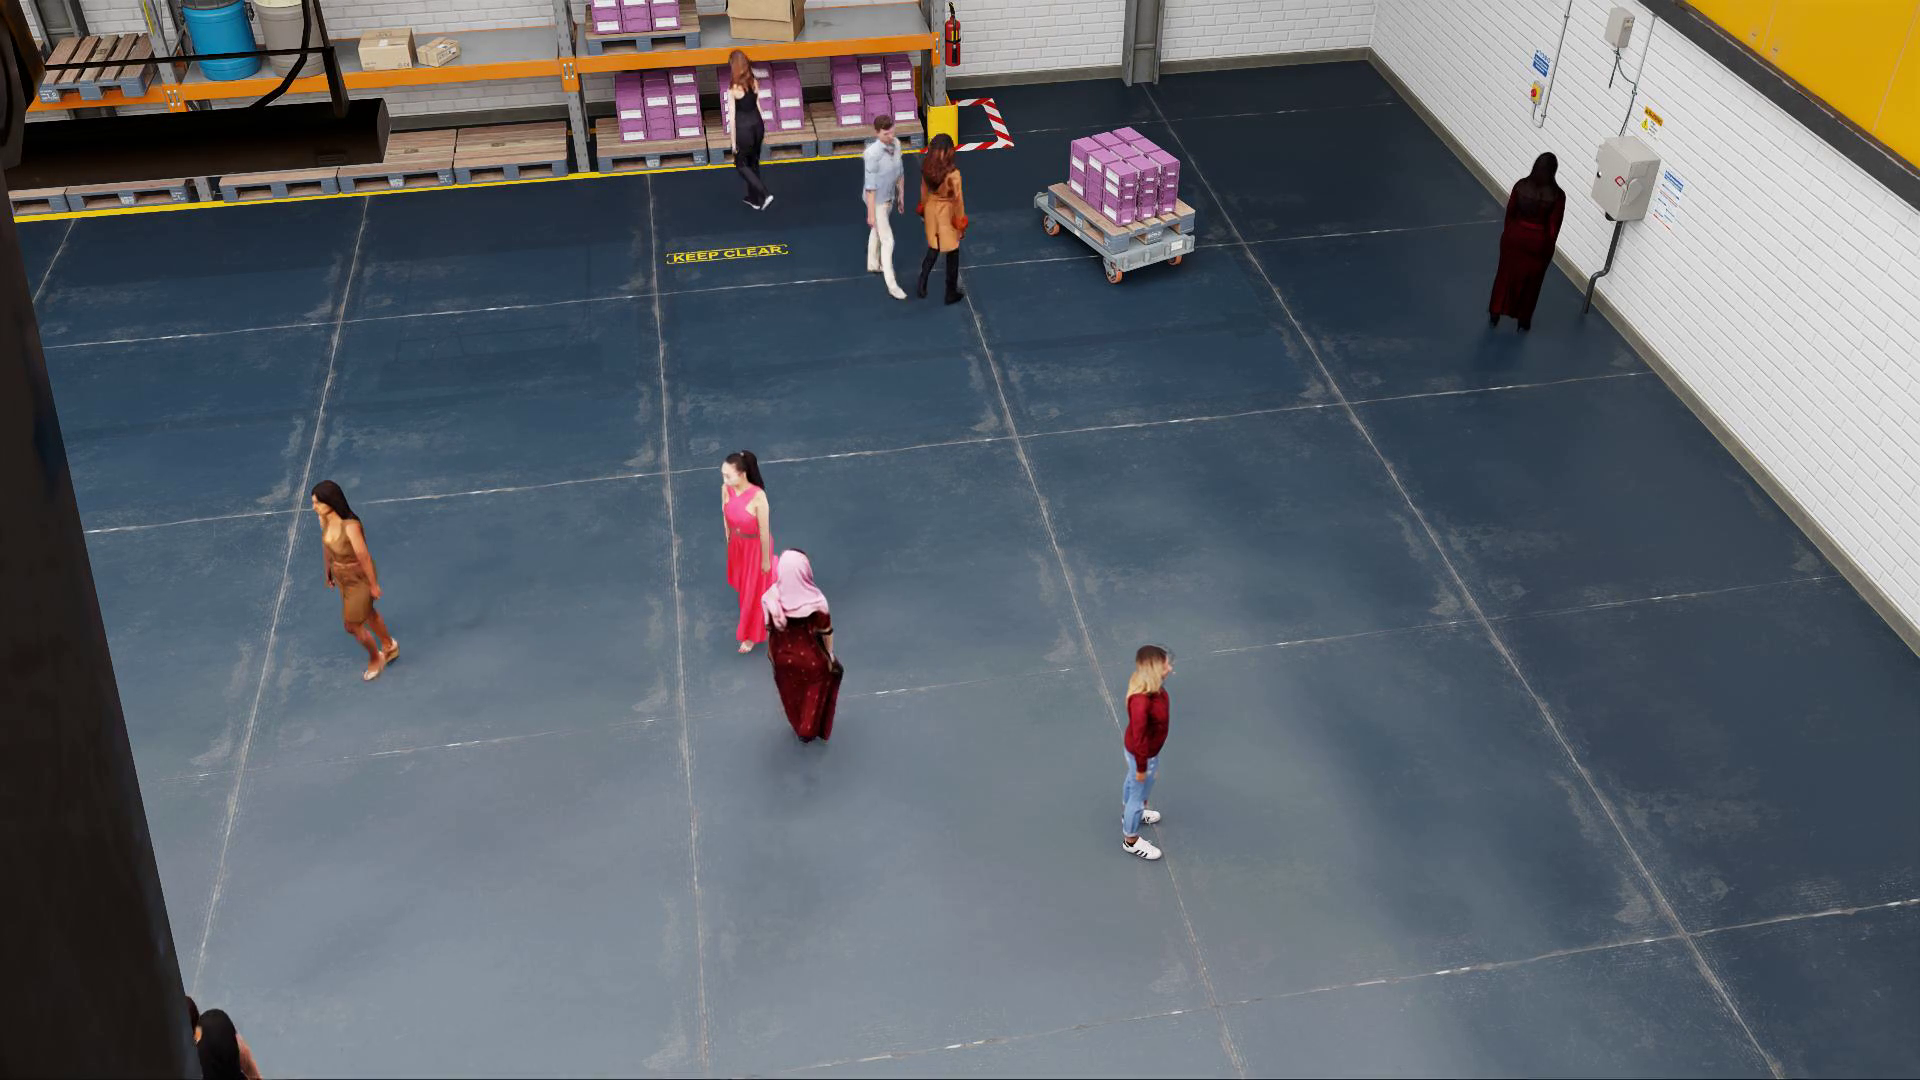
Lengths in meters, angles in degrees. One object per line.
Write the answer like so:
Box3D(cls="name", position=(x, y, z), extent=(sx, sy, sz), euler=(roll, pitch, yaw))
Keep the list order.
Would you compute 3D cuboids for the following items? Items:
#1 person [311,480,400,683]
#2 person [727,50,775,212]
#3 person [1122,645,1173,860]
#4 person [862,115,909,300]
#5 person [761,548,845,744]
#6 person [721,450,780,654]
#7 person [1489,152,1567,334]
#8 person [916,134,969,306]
Box3D(cls="person", position=(-4.167, 0.244, 11.669), extent=(0.724, 1.668, 0.780), euler=(26, 46, 29))
Box3D(cls="person", position=(-2.122, -4.158, 17.134), extent=(0.890, 1.728, 0.890), euler=(-29, 47, -32))
Box3D(cls="person", position=(1.150, 1.288, 10.389), extent=(0.629, 1.636, 0.660), euler=(4, 39, 5))
Box3D(cls="person", position=(-0.804, -3.262, 15.946), extent=(1.071, 1.810, 0.995), euler=(15, 41, 17))
Box3D(cls="person", position=(-1.074, 0.773, 11.030), extent=(0.731, 1.640, 0.824), euler=(6, 39, 8))
Box3D(cls="person", position=(-1.443, 0.023, 11.911), extent=(0.970, 1.712, 1.018), euler=(24, 44, 27))
Box3D(cls="person", position=(5.237, -2.745, 15.342), extent=(0.768, 1.756, 0.831), euler=(22, 44, 26))
Box3D(cls="person", position=(-0.227, -2.985, 15.675), extent=(0.996, 1.715, 1.056), euler=(28, 46, 30))
